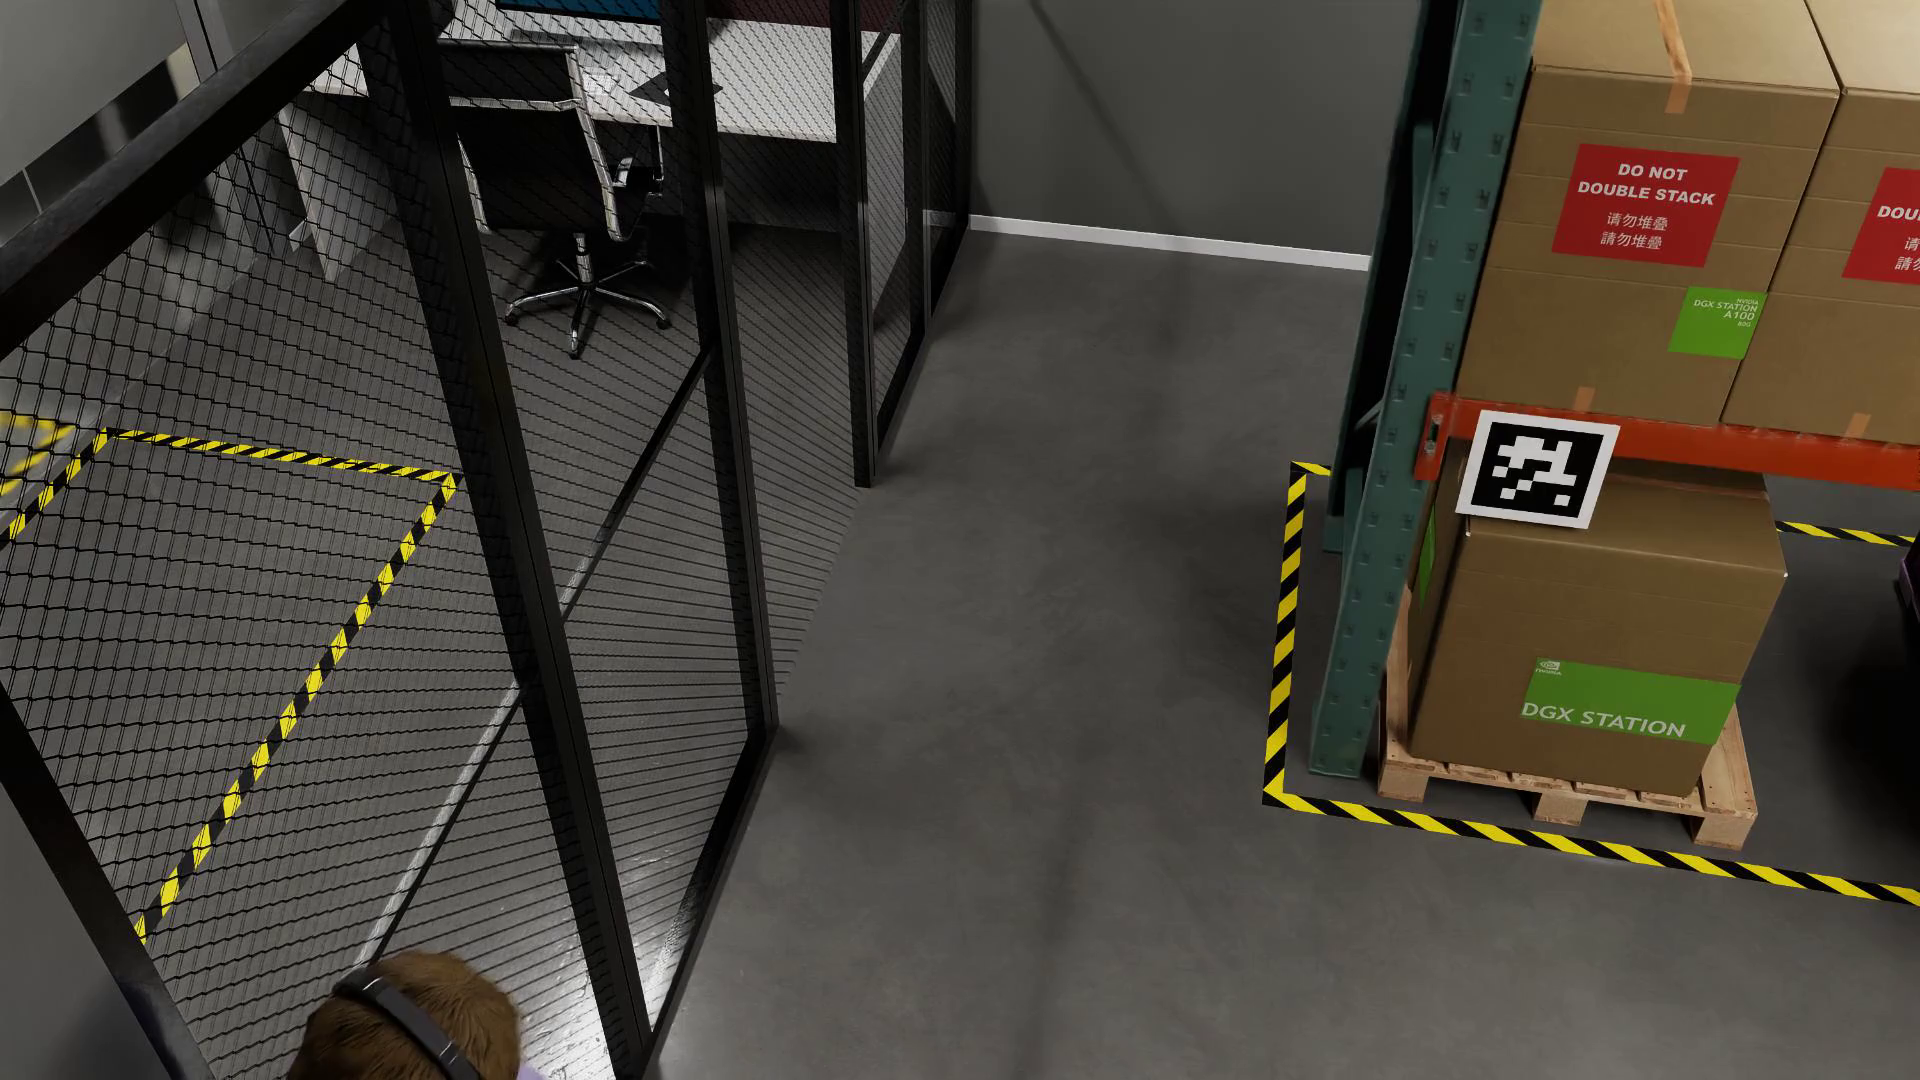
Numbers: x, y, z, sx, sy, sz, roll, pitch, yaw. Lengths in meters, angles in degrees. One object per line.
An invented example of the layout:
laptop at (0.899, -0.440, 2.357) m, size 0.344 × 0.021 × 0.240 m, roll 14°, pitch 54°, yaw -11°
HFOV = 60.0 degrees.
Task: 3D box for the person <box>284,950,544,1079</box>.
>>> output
person at (-0.525, 1.151, 2.173) m, size 0.630 × 1.940 × 0.372 m, roll 19°, pitch 44°, yaw 20°
